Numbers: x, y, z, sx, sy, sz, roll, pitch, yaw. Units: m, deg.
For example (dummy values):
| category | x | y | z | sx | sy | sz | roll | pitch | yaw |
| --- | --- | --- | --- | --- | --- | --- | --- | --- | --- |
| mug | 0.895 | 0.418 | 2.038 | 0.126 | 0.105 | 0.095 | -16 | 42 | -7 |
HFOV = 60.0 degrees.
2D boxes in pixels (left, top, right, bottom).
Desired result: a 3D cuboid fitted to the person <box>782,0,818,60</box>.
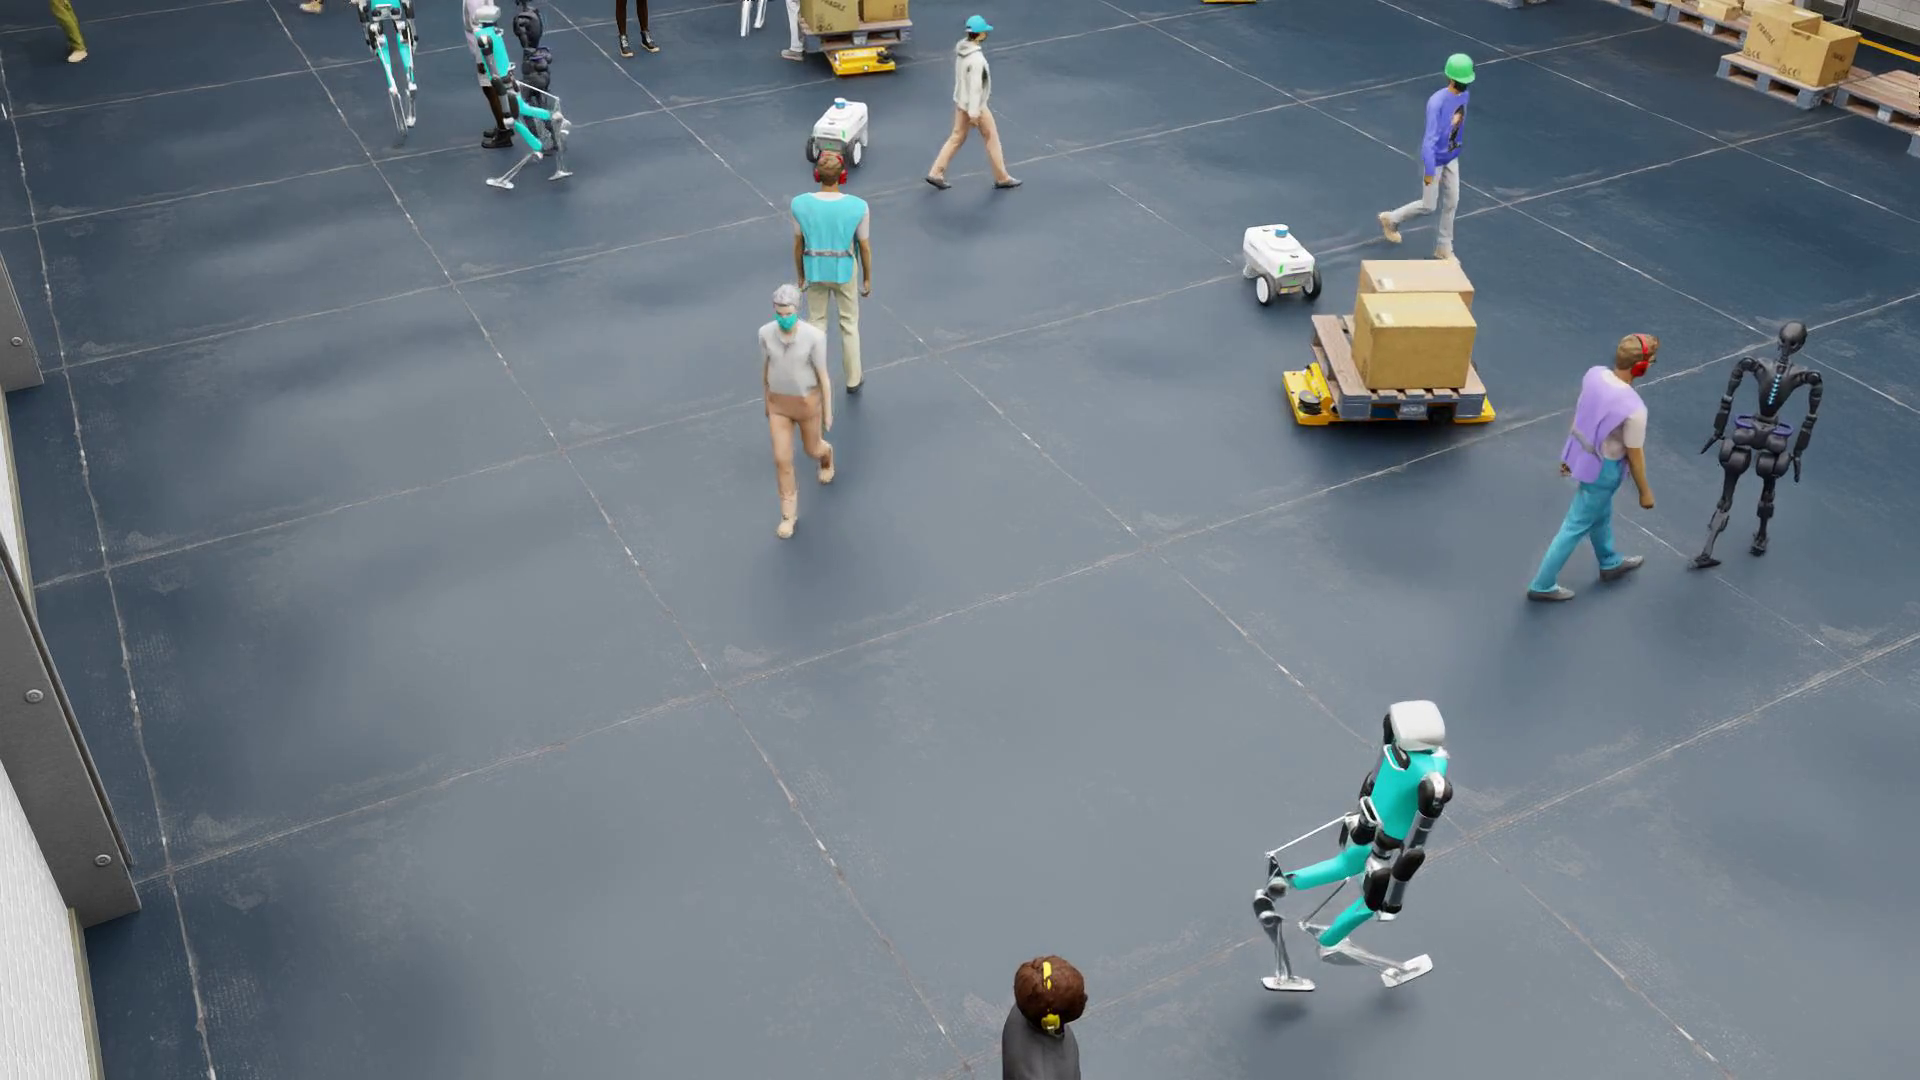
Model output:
| category | x | y | z | sx | sy | sz | roll | pitch | yaw |
| --- | --- | --- | --- | --- | --- | --- | --- | --- | --- |
| person | -1.795 | -6.219 | 18.188 | 0.337 | 1.882 | 0.583 | 25 | 42 | 32 |

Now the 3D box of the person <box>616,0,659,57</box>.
| category | x | y | z | sx | sy | sz | roll | pitch | yaw |
| --- | --- | --- | --- | --- | --- | --- | --- | --- | --- |
| person | -3.640 | -6.342 | 18.294 | 0.603 | 1.966 | 0.368 | -20 | 40 | -26 |

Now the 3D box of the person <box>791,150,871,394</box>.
| category | x | y | z | sx | sy | sz | roll | pitch | yaw |
| --- | --- | --- | --- | --- | --- | --- | --- | --- | --- |
| person | -0.922 | -1.908 | 12.079 | 0.558 | 1.836 | 0.390 | 1 | 35 | 2 |

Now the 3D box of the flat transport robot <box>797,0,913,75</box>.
| category | x | y | z | sx | sy | sz | roll | pitch | yaw |
| --- | --- | --- | --- | --- | --- | --- | --- | --- | --- |
| flat transport robot | -1.219 | -5.553 | 18.644 | 0.659 | 0.231 | 1.431 | -9 | 36 | -13 |

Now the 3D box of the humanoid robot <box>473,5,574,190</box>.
| category | x | y | z | sx | sy | sz | roll | pitch | yaw |
| --- | --- | --- | --- | --- | --- | --- | --- | --- | --- |
| humanoid robot | -3.914 | -3.992 | 15.158 | 1.004 | 1.746 | 0.530 | -4 | 35 | -6 |

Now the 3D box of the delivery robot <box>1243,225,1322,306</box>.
| category | x | y | z | sx | sy | sz | roll | pitch | yaw |
| --- | --- | --- | --- | --- | --- | --- | --- | --- | --- |
| delivery robot | 2.646 | -2.290 | 13.750 | 0.509 | 0.610 | 0.781 | -10 | 36 | -14 |

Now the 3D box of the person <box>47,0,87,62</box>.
| category | x | y | z | sx | sy | sz | roll | pitch | yaw |
| --- | --- | --- | --- | --- | --- | --- | --- | --- | --- |
| person | -9.986 | -6.194 | 18.240 | 0.354 | 1.802 | 0.692 | -20 | 40 | -26 |

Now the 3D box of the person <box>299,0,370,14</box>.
| category | x | y | z | sx | sy | sz | roll | pitch | yaw |
| --- | --- | --- | --- | --- | --- | --- | --- | --- | --- |
| person | -7.513 | -7.108 | 19.658 | 0.848 | 1.646 | 0.542 | -14 | 37 | -19 |

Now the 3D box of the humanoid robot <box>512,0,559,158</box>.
| category | x | y | z | sx | sy | sz | roll | pitch | yaw |
| --- | --- | --- | --- | --- | --- | --- | --- | --- | --- |
| humanoid robot | -4.084 | -4.487 | 15.895 | 0.448 | 1.650 | 0.592 | 0 | 35 | 0 |

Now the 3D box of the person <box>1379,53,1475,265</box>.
| category | x | y | z | sx | sy | sz | roll | pitch | yaw |
| --- | --- | --- | --- | --- | --- | --- | --- | --- | --- |
| person | 3.980 | -3.224 | 13.953 | 0.485 | 1.847 | 0.693 | -21 | 40 | -27 |

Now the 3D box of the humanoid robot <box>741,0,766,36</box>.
| category | x | y | z | sx | sy | sz | roll | pitch | yaw |
| --- | --- | --- | --- | --- | --- | --- | --- | --- | --- |
| humanoid robot | -2.385 | -6.649 | 18.936 | 0.545 | 1.798 | 0.782 | 6 | 35 | 8 |

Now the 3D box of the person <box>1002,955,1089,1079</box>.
| category | x | y | z | sx | sy | sz | roll | pitch | yaw |
| --- | --- | --- | --- | --- | --- | --- | --- | --- | --- |
| person | 0.309 | 2.217 | 6.151 | 0.356 | 1.877 | 0.493 | -1 | 35 | -2 |

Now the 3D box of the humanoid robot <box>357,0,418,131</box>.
| category | x | y | z | sx | sy | sz | roll | pitch | yaw |
| --- | --- | --- | --- | --- | --- | --- | --- | --- | --- |
| humanoid robot | -5.638 | -4.854 | 16.476 | 0.541 | 1.904 | 0.728 | -6 | 36 | -9 |

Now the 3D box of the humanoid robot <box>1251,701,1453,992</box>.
| category | x | y | z | sx | sy | sz | roll | pitch | yaw |
| --- | --- | --- | --- | --- | --- | --- | --- | --- | --- |
| humanoid robot | 1.703 | 1.446 | 7.369 | 1.031 | 1.733 | 0.535 | -5 | 35 | -6 |

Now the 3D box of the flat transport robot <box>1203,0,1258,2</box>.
| category | x | y | z | sx | sy | sz | roll | pitch | yaw |
| --- | --- | --- | --- | --- | --- | --- | --- | --- | --- |
| flat transport robot | 3.245 | -6.980 | 20.682 | 0.659 | 0.231 | 1.431 | -2 | 35 | -3 |

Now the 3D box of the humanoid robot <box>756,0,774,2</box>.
| category | x | y | z | sx | sy | sz | roll | pitch | yaw |
| --- | --- | --- | --- | --- | --- | --- | --- | --- | --- |
| humanoid robot | -2.558 | -7.263 | 19.874 | 0.626 | 1.649 | 0.601 | -11 | 36 | -15 |

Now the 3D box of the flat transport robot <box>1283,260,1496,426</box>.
| category | x | y | z | sx | sy | sz | roll | pitch | yaw |
| --- | --- | --- | --- | --- | --- | --- | --- | --- | --- |
| flat transport robot | 3.161 | -1.097 | 12.283 | 1.431 | 0.231 | 0.659 | -1 | 35 | -1 |

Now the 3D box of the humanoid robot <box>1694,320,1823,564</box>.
| category | x | y | z | sx | sy | sz | roll | pitch | yaw |
| --- | --- | --- | --- | --- | --- | --- | --- | --- | --- |
| humanoid robot | 4.957 | -0.579 | 10.352 | 0.591 | 1.644 | 0.616 | 16 | 38 | 22 |

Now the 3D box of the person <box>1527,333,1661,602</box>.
| category | x | y | z | sx | sy | sz | roll | pitch | yaw |
| --- | --- | --- | --- | --- | --- | --- | --- | --- | --- |
| person | 3.951 | -0.411 | 9.956 | 0.864 | 1.810 | 0.575 | -3 | 35 | -5 |

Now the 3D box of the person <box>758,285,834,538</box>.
| category | x | y | z | sx | sy | sz | roll | pitch | yaw |
| --- | --- | --- | --- | --- | --- | --- | --- | --- | --- |
| person | -1.044 | -0.923 | 10.776 | 0.479 | 1.718 | 0.765 | 6 | 35 | 8 |

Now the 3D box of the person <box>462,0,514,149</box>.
| category | x | y | z | sx | sy | sz | roll | pitch | yaw |
| --- | --- | --- | --- | --- | --- | --- | --- | --- | --- |
| person | -4.629 | -4.755 | 16.063 | 0.384 | 1.928 | 0.546 | -4 | 35 | -6 |

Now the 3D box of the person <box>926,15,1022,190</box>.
| category | x | y | z | sx | sy | sz | roll | pitch | yaw |
| --- | --- | --- | --- | --- | --- | --- | --- | --- | --- |
| person | 0.093 | -3.989 | 15.223 | 0.864 | 1.624 | 0.468 | -14 | 37 | -19 |

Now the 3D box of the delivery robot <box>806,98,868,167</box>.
| category | x | y | z | sx | sy | sz | roll | pitch | yaw |
| --- | --- | --- | --- | --- | --- | --- | --- | --- | --- |
| delivery robot | -1.163 | -3.965 | 16.139 | 0.499 | 0.608 | 0.786 | 9 | 36 | 13 |
